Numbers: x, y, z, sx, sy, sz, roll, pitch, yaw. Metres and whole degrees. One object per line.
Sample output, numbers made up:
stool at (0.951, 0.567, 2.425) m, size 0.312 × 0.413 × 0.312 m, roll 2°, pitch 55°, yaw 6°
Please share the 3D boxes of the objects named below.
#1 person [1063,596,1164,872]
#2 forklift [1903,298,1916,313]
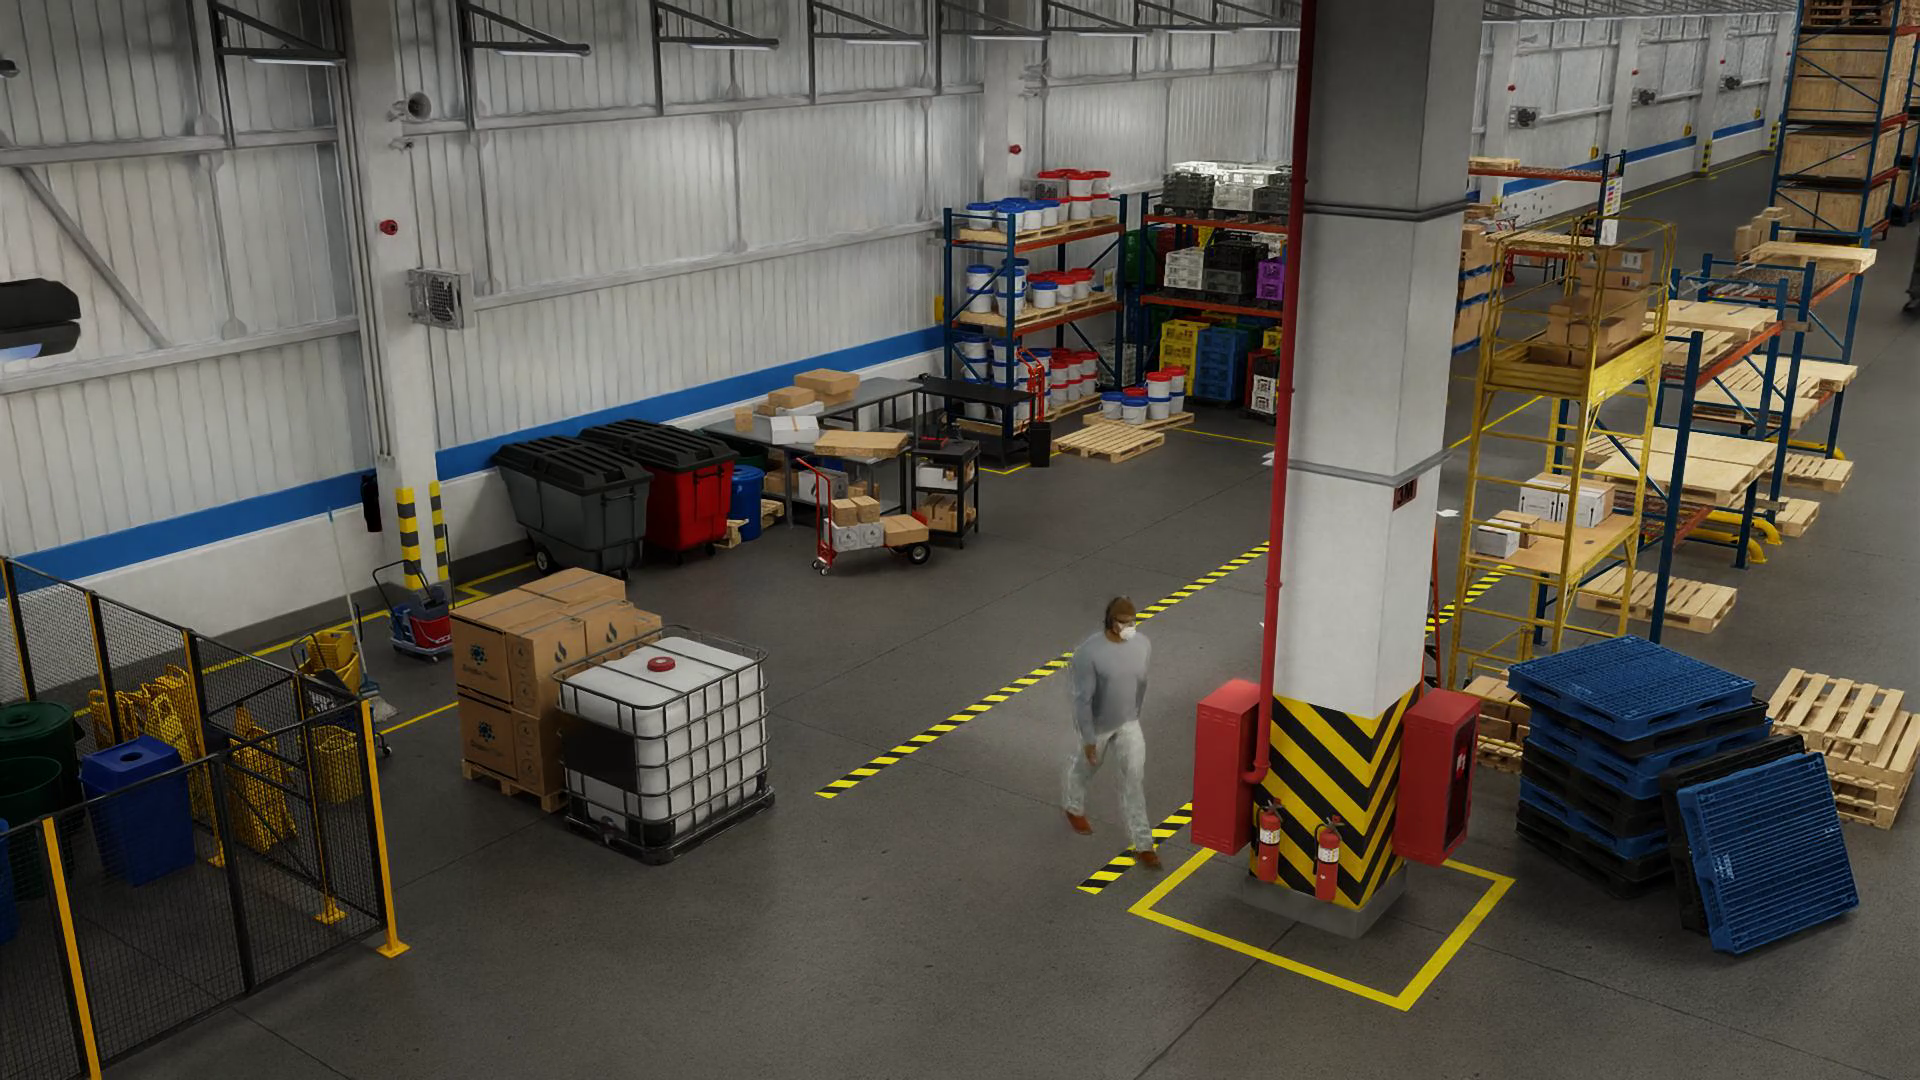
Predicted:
person at (1.027, 1.263, 11.352) m, size 0.644 × 1.886 × 1.044 m, roll -9°, pitch 20°, yaw -24°
forklift at (18.632, -5.708, 31.088) m, size 1.129 × 2.768 × 1.873 m, roll 13°, pitch 22°, yaw 34°
